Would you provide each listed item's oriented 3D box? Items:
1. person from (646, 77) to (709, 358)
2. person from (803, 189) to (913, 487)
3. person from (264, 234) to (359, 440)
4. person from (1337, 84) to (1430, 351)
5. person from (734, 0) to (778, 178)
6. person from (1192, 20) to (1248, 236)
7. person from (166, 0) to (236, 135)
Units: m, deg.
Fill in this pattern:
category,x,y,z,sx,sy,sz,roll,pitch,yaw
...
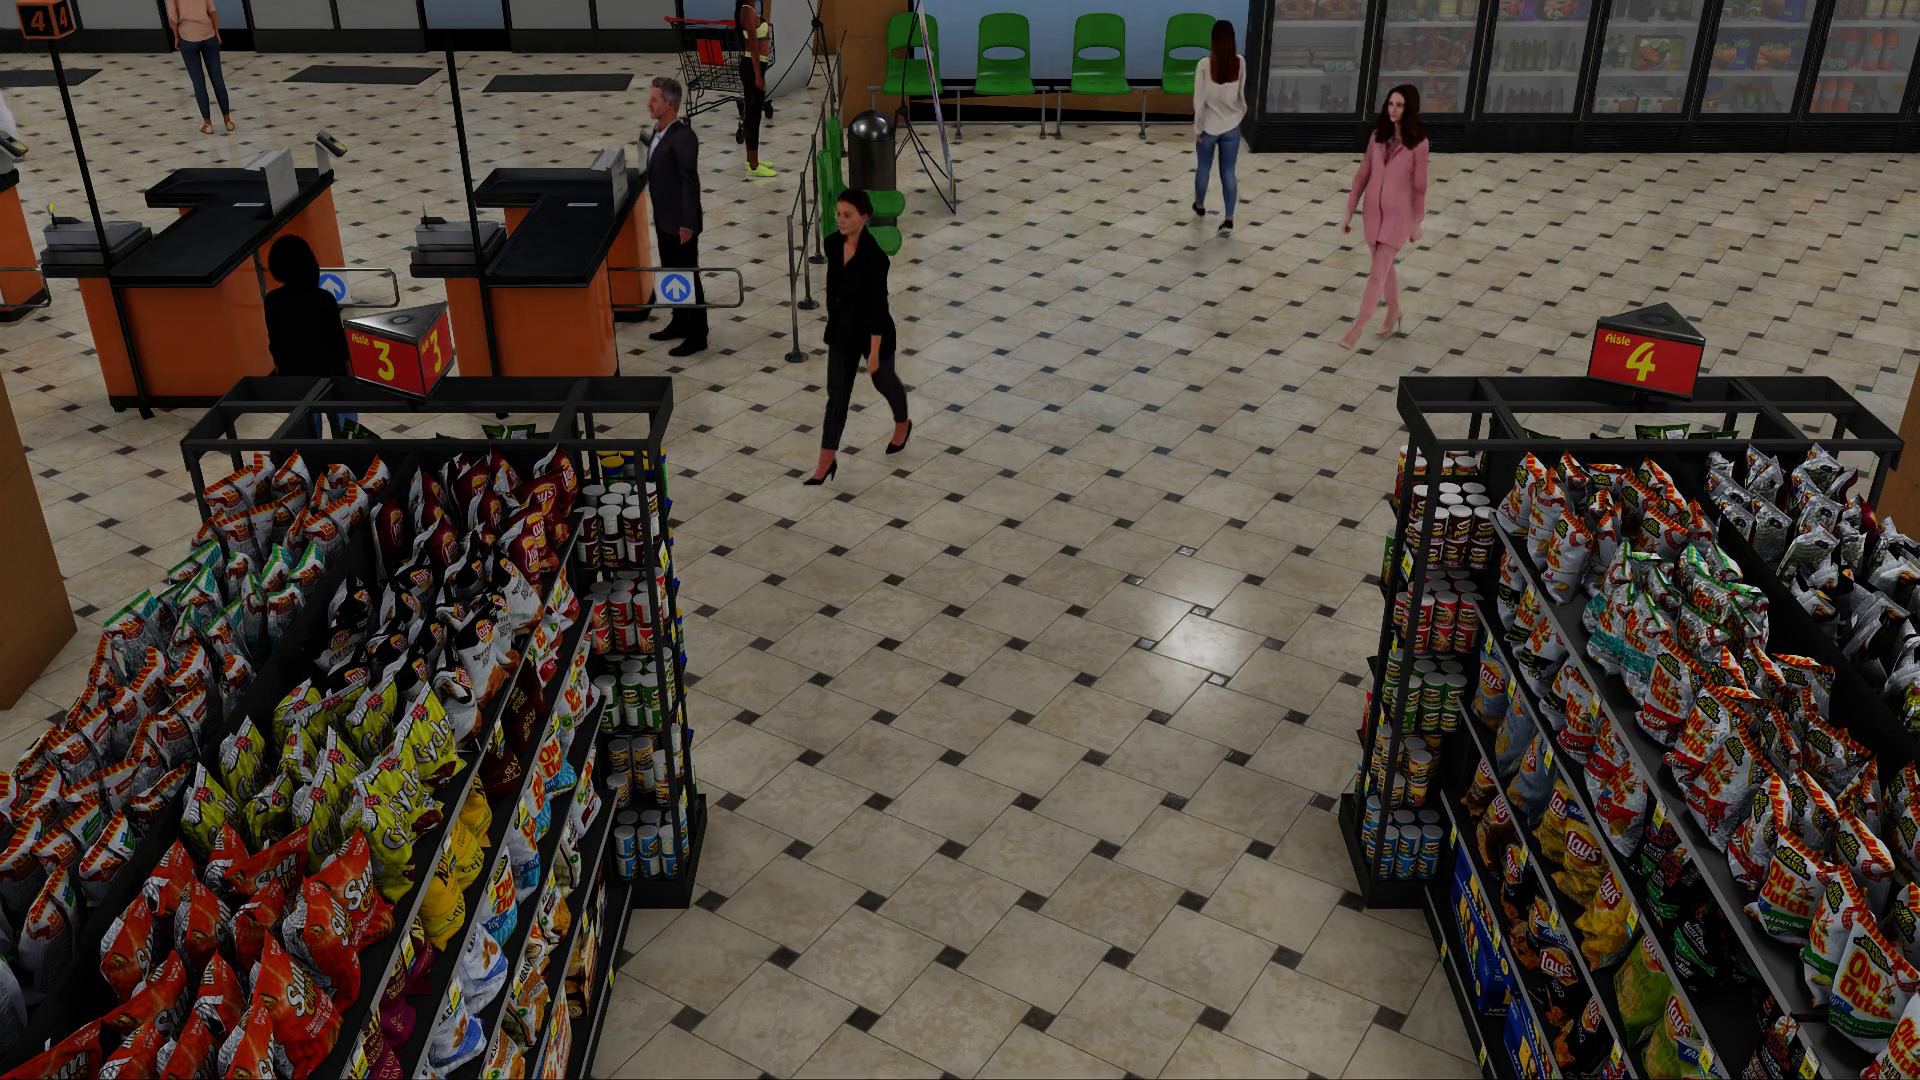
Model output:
category,x,y,z,sx,sy,sz,roll,pitch,yaw
person,-1.906,-2.169,11.100,0.865,1.842,0.741,-16,32,-27
person,-0.492,-1.154,9.428,1.100,1.661,1.214,22,35,34
person,-3.358,-0.782,8.709,0.583,1.698,0.566,-3,29,-5
person,2.923,-2.162,11.171,1.129,1.761,1.093,-24,36,-36
person,-1.850,-4.143,14.804,0.654,1.755,0.496,-5,29,-9
person,2.098,-3.244,13.266,0.675,1.651,1.135,-3,29,-5
person,-7.356,-4.841,16.046,0.675,1.791,0.702,-19,34,-31
